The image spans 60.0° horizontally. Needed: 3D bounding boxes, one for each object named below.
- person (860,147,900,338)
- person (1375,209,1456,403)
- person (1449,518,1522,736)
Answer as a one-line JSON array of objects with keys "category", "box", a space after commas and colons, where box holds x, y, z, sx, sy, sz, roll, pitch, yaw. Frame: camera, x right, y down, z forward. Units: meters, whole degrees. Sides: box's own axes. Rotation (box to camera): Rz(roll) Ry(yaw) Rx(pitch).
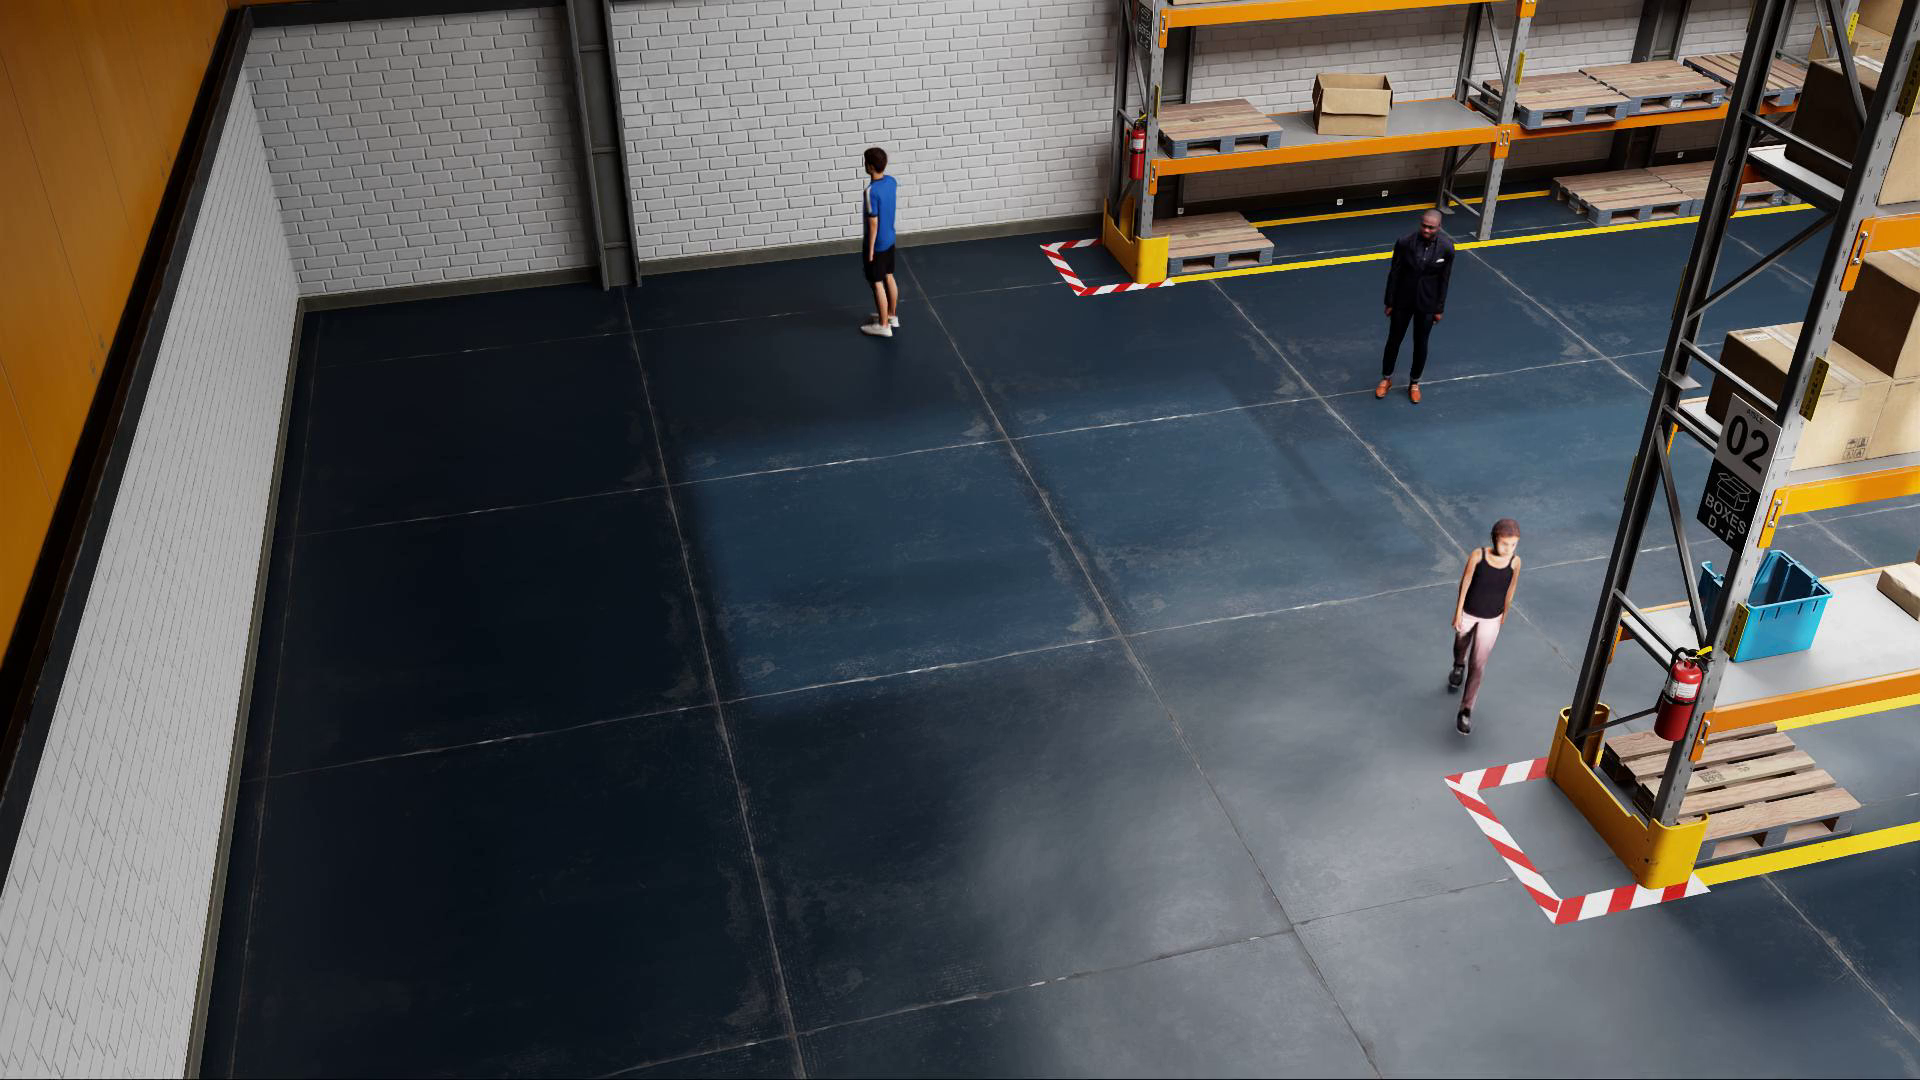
[{"category": "person", "box": [-0.758, -2.878, 16.008, 0.797, 1.866, 0.763, 13, 36, 19]}, {"category": "person", "box": [4.081, -2.120, 14.912, 0.734, 1.818, 0.849, 9, 35, 14]}, {"category": "person", "box": [3.512, 0.475, 11.278, 1.039, 1.519, 0.966, 11, 35, 15]}]
